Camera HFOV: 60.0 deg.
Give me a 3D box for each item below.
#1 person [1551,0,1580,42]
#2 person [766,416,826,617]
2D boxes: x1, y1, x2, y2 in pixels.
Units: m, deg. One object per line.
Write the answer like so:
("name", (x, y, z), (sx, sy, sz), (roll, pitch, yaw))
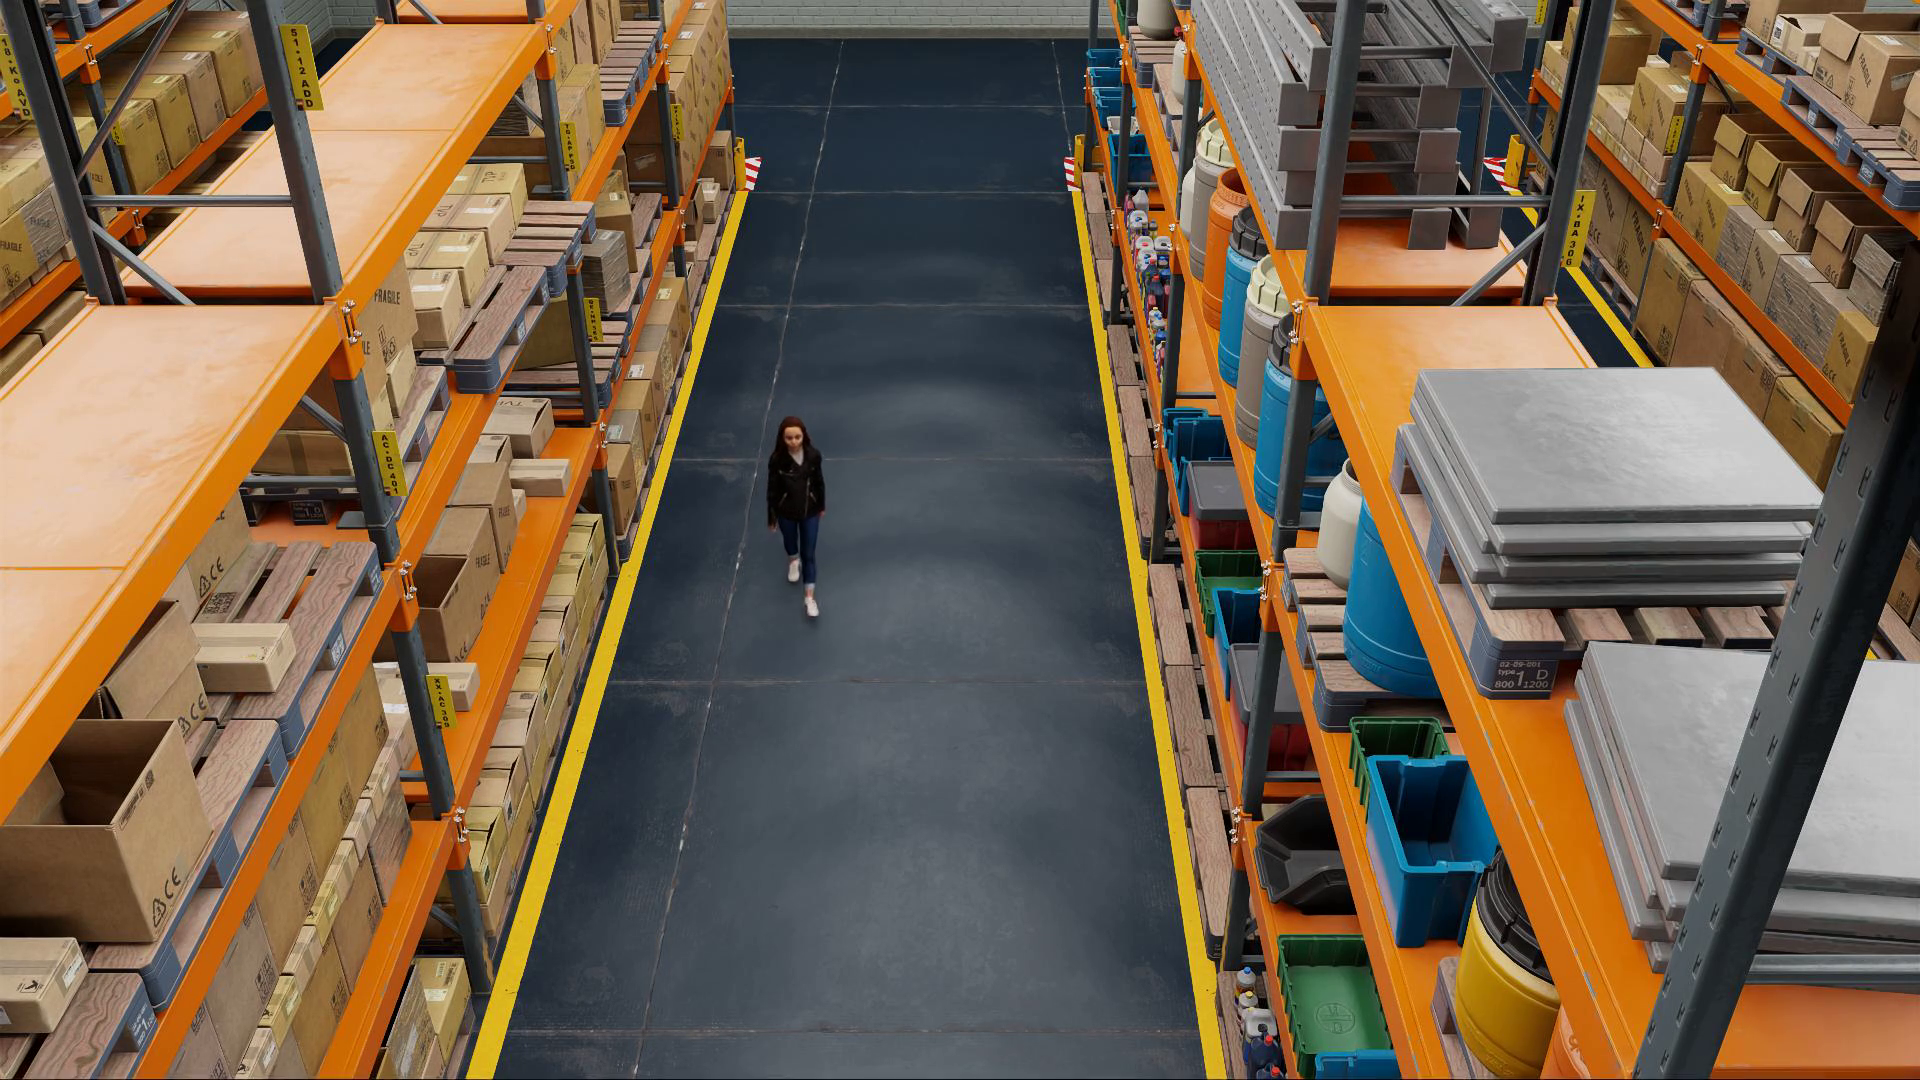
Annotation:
("person", (7.929, -7.006, 21.850), (0.806, 1.864, 0.634), (-10, 34, -14))
("person", (-1.170, -0.244, 11.837), (0.703, 1.446, 1.026), (-6, 34, -9))
